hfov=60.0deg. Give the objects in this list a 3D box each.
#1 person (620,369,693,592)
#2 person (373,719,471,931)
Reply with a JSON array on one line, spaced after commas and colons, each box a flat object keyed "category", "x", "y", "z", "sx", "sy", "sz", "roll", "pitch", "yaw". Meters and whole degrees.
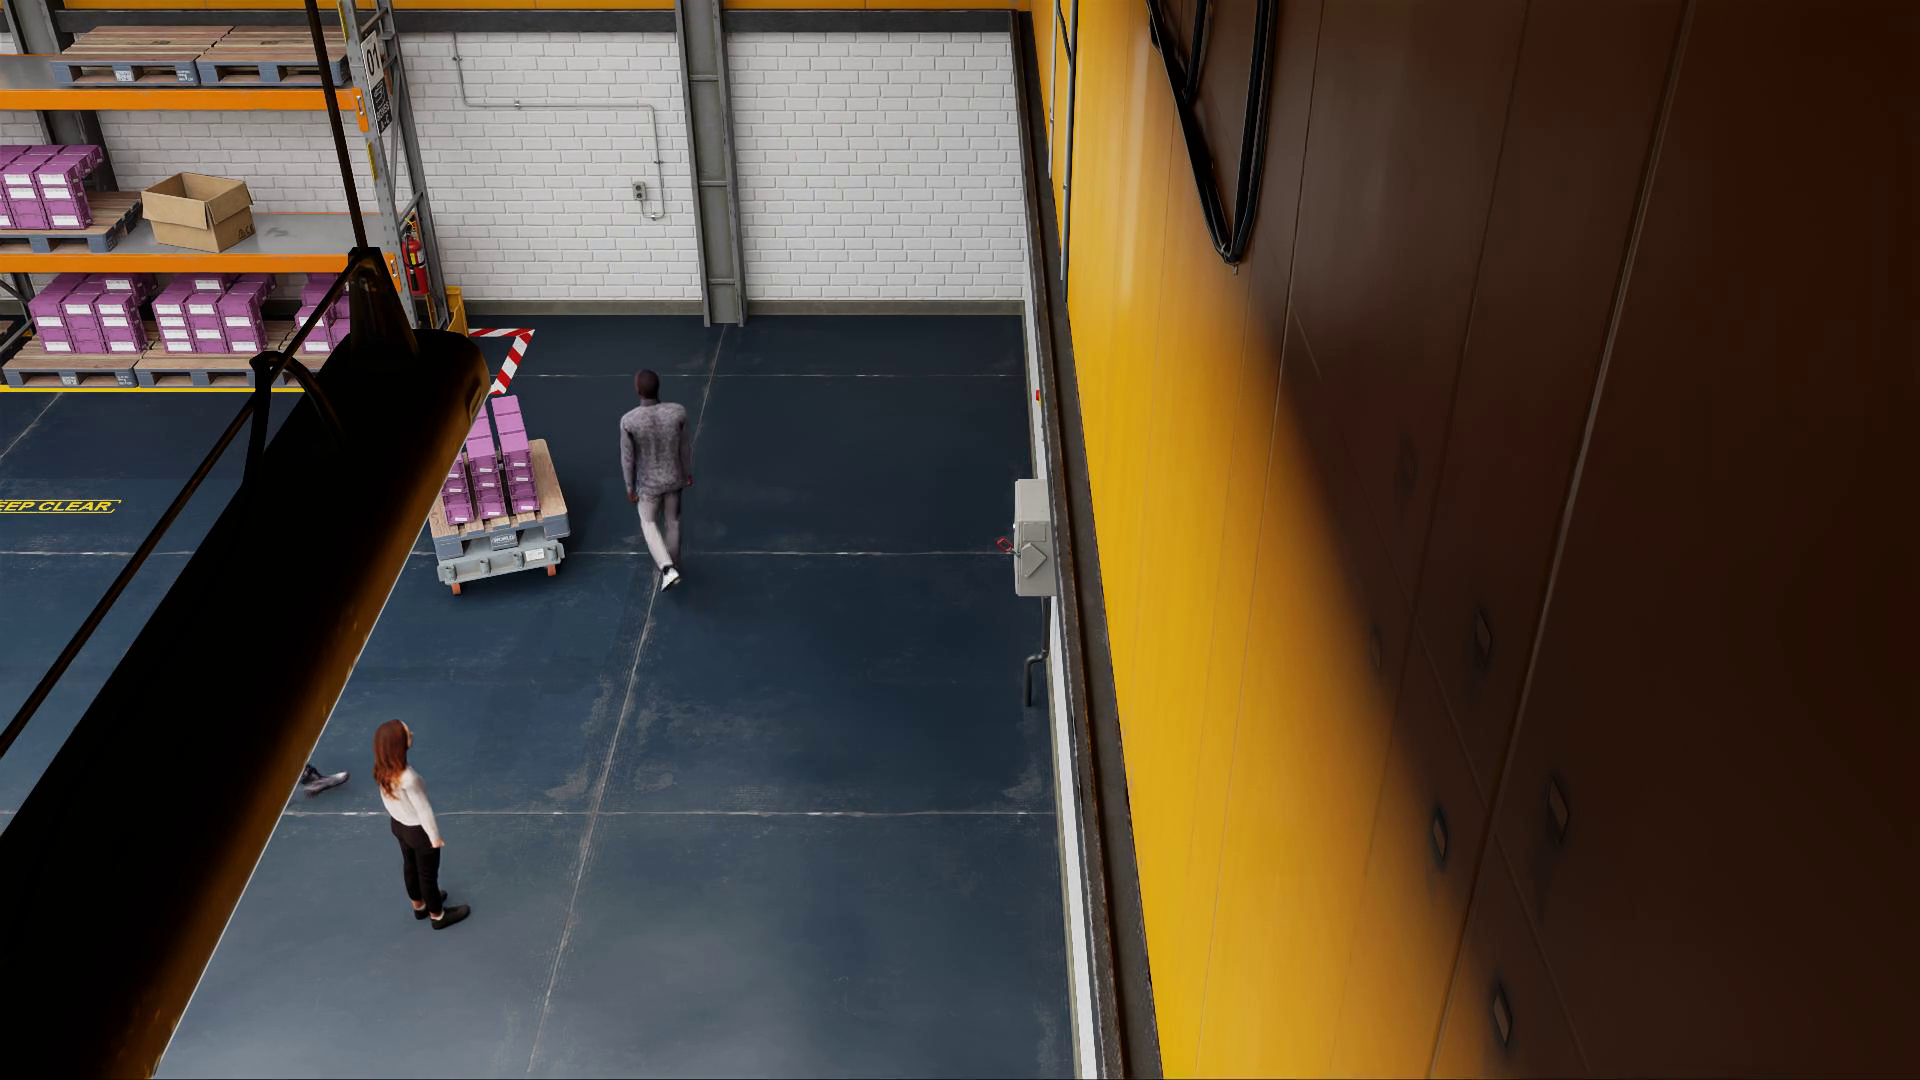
[{"category": "person", "x": -2.194, "y": -0.397, "z": 12.332, "sx": 0.895, "sy": 1.825, "sz": 0.925, "roll": -15, "pitch": 36, "yaw": -21}, {"category": "person", "x": -3.152, "y": 1.642, "z": 9.573, "sx": 0.600, "sy": 1.485, "sz": 0.681, "roll": 24, "pitch": 40, "yaw": 31}]
